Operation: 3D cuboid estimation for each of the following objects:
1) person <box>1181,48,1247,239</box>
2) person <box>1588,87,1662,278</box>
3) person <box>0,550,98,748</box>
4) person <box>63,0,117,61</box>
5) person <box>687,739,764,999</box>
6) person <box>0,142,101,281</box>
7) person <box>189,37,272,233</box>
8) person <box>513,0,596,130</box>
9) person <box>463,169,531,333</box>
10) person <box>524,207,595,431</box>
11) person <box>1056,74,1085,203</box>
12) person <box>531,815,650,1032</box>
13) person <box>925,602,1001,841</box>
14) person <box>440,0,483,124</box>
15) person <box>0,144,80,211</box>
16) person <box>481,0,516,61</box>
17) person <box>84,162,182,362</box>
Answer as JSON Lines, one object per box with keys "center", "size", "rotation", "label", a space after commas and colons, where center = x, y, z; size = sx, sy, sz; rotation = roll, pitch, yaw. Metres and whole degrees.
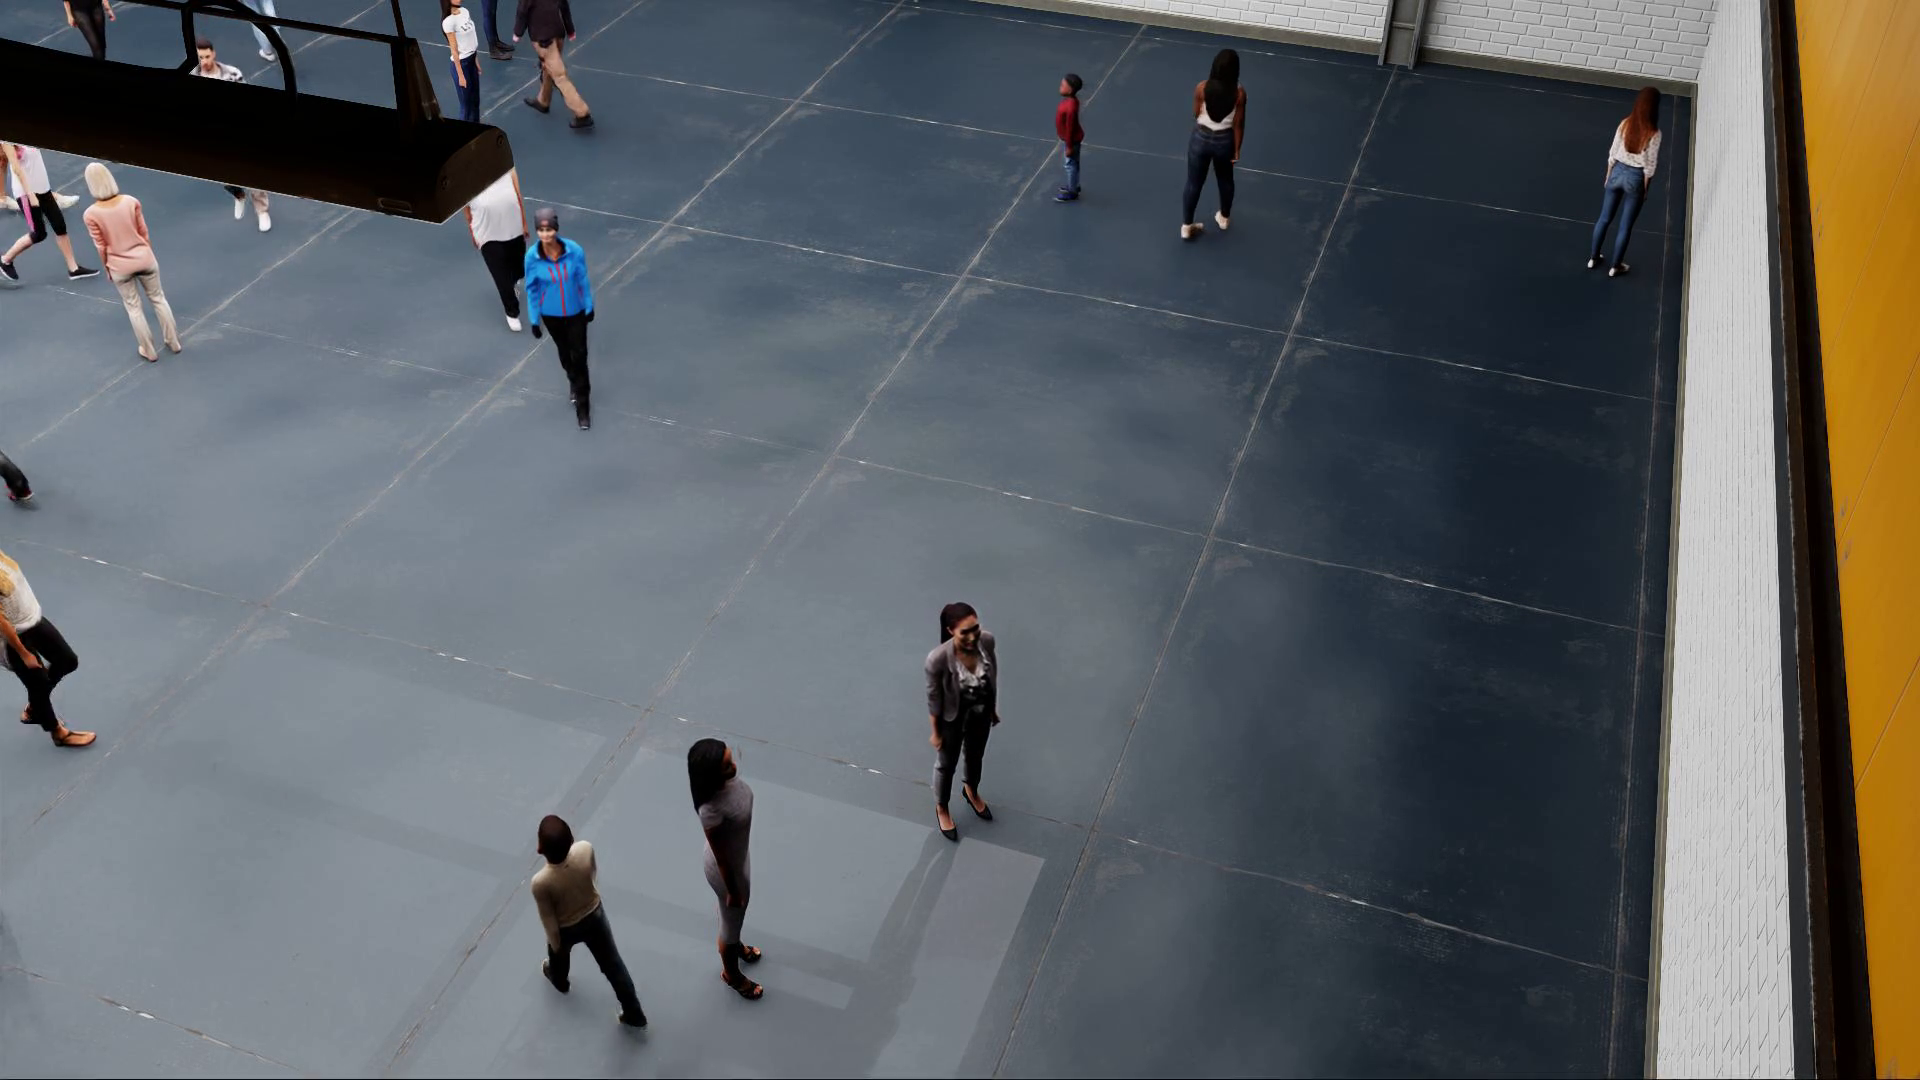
{"center": [2.260, -3.567, 15.181], "size": [0.731, 1.773, 0.755], "rotation": [14, 41, 16], "label": "person"}
{"center": [5.912, -3.175, 14.725], "size": [0.708, 1.728, 0.589], "rotation": [-29, 47, -32], "label": "person"}
{"center": [-5.713, 0.595, 9.935], "size": [0.819, 1.816, 0.757], "rotation": [-6, 39, -8], "label": "person"}
{"center": [-9.482, -5.743, 18.030], "size": [1.015, 1.616, 0.825], "rotation": [31, 48, 33], "label": "person"}
{"center": [-1.204, 1.688, 8.594], "size": [0.649, 1.781, 0.656], "rotation": [-3, 39, -3], "label": "person"}
{"center": [-8.194, -3.029, 14.510], "size": [1.118, 1.769, 0.921], "rotation": [-5, 39, -6], "label": "person"}
{"center": [-6.747, -3.802, 15.418], "size": [0.844, 1.844, 0.917], "rotation": [-10, 40, -12], "label": "person"}
{"center": [-4.152, -5.112, 17.029], "size": [1.290, 1.880, 0.799], "rotation": [19, 42, 22], "label": "person"}
{"center": [-3.903, -2.643, 14.105], "size": [0.956, 1.670, 1.033], "rotation": [-19, 42, -22], "label": "person"}
{"center": [-3.092, -1.808, 12.984], "size": [1.081, 1.765, 0.992], "rotation": [-5, 39, -6], "label": "person"}
{"center": [1.091, -3.872, 15.982], "size": [0.560, 1.249, 0.550], "rotation": [3, 39, 4], "label": "person"}
{"center": [-1.902, 1.982, 8.498], "size": [0.848, 1.440, 1.064], "rotation": [-29, 47, -31], "label": "person"}
{"center": [0.011, 1.011, 9.524], "size": [0.727, 1.678, 0.763], "rotation": [-23, 44, -26], "label": "person"}
{"center": [-4.955, -4.696, 16.592], "size": [0.558, 1.774, 0.613], "rotation": [6, 39, 7], "label": "person"}
{"center": [-9.089, -3.855, 15.581], "size": [1.162, 1.723, 0.893], "rotation": [-1, 39, -1], "label": "person"}
{"center": [-5.303, -6.280, 18.604], "size": [0.642, 1.740, 0.630], "rotation": [-2, 39, -3], "label": "person"}
{"center": [-6.783, -2.279, 13.607], "size": [0.669, 1.724, 0.684], "rotation": [-26, 46, -29], "label": "person"}
